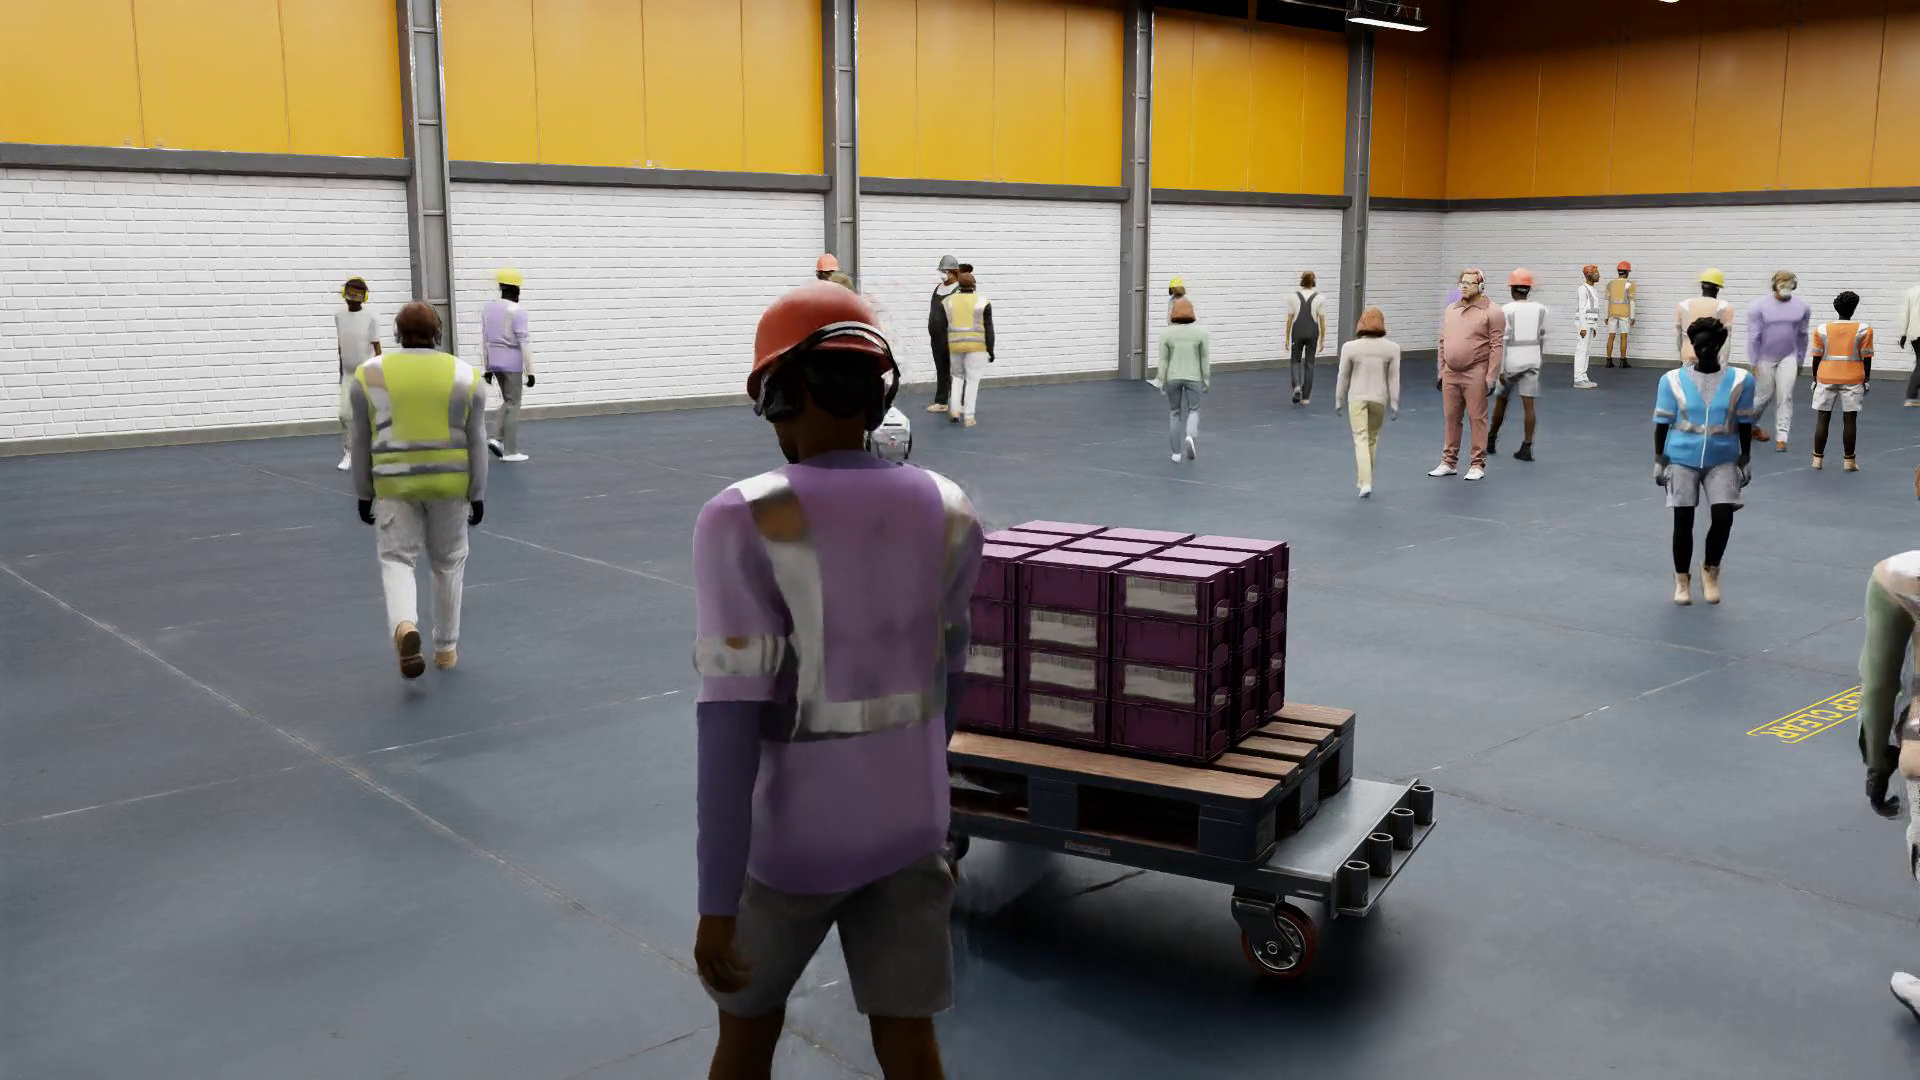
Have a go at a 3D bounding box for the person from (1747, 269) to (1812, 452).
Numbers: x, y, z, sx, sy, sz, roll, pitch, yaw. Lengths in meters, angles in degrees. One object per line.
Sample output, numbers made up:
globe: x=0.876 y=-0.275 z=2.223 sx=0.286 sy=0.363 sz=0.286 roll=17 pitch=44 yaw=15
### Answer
person: x=8.527 y=-1.889 z=17.427 sx=0.638 sy=1.904 sz=0.758 roll=2 pitch=10 yaw=11

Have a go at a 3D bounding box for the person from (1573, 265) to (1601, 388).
person: x=9.680 y=-3.289 z=25.652 sx=0.356 sy=1.884 sz=0.574 roll=7 pitch=12 yaw=34

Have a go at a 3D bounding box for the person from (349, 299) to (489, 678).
person: x=-2.565 y=-0.231 z=7.937 sx=0.630 sy=1.828 sz=0.702 roll=-3 pitch=10 yaw=-18

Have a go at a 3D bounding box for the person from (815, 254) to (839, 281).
person: x=-1.448 y=-2.111 z=18.285 sx=0.605 sy=2.045 sz=0.378 roll=-5 pitch=11 yaw=-28

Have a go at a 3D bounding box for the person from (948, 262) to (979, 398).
person: x=-0.010 y=-2.921 z=23.356 sx=0.613 sy=1.945 sz=0.772 roll=9 pitch=13 yaw=41

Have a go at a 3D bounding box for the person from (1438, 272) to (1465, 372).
person: x=7.852 y=-3.310 z=25.977 sx=0.815 sy=1.819 sz=0.575 roll=-3 pitch=10 yaw=-17

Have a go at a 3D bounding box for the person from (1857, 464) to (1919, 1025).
person: x=2.455 y=0.566 z=3.978 sx=0.554 sy=1.575 sz=0.852 roll=3 pitch=10 yaw=19

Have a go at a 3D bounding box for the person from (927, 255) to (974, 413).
person: x=-0.160 y=-2.649 z=21.450 sx=0.688 sy=2.000 sz=0.539 roll=9 pitch=13 yaw=41

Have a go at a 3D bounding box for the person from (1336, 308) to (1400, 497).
person: x=3.452 y=-1.169 z=14.090 sx=0.510 sy=1.593 sz=0.833 roll=0 pitch=10 yaw=2

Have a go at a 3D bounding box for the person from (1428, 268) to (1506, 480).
person: x=4.594 y=-1.500 z=15.106 sx=0.407 sy=1.911 sz=0.639 roll=-8 pitch=12 yaw=-39

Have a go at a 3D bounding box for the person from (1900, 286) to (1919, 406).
person: x=13.201 y=-2.795 z=22.578 sx=0.972 sy=1.942 sz=0.638 roll=-4 pitch=10 yaw=-22

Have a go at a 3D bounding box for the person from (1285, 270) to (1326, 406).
person: x=4.685 y=-2.732 z=22.540 sx=0.534 sy=1.830 sz=0.405 roll=2 pitch=10 yaw=13

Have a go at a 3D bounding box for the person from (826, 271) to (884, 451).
person: x=-0.872 y=-0.980 z=12.069 sx=0.618 sy=1.897 sz=0.879 roll=-2 pitch=10 yaw=-10

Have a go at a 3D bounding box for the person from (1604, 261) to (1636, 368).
person: x=11.957 y=-4.076 z=30.112 sx=0.552 sy=1.932 sz=0.377 roll=9 pitch=13 yaw=43

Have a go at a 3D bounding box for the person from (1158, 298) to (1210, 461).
person: x=2.184 y=-1.555 z=16.262 sx=0.517 sy=1.618 sz=0.501 roll=2 pitch=10 yaw=9

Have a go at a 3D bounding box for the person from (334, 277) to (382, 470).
person: x=-5.646 y=-1.551 z=15.634 sx=0.559 sy=1.826 sz=0.496 roll=2 pitch=10 yaw=13

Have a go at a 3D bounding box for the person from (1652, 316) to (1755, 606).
person: x=4.261 y=-0.440 z=9.567 sx=0.553 sy=1.675 sz=0.404 roll=4 pitch=10 yaw=20

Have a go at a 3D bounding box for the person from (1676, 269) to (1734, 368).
person: x=8.016 y=-1.968 z=17.939 sx=0.579 sy=1.868 sz=0.961 roll=6 pitch=11 yaw=30

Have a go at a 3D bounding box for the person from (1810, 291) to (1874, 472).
person: x=8.285 y=-1.487 z=15.653 sx=0.535 sy=1.697 sz=0.318 roll=6 pitch=12 yaw=33

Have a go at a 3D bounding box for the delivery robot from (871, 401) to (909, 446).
delivery robot: x=-0.715 y=-1.163 z=16.800 sx=0.477 sy=0.478 sz=0.707 roll=-1 pitch=9 yaw=-9

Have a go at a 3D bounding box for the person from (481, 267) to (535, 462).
person: x=-4.430 y=-1.718 z=16.378 sx=0.607 sy=1.909 sz=0.414 roll=6 pitch=12 yaw=33

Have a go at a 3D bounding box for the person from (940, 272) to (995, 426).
person: x=0.098 y=-2.276 z=19.881 sx=0.647 sy=1.825 sz=0.484 roll=3 pitch=10 yaw=15

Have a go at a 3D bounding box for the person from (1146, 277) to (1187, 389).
person: x=3.258 y=-3.133 z=25.271 sx=0.904 sy=1.688 sz=0.511 roll=-7 pitch=12 yaw=-36

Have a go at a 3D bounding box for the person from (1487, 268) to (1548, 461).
person: x=5.594 y=-1.774 z=16.757 sx=0.558 sy=1.885 sz=0.994 roll=-1 pitch=10 yaw=-4

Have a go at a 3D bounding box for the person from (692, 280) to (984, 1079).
person: x=-0.285 y=0.521 z=3.086 sx=0.684 sy=1.968 sz=1.026 roll=-8 pitch=12 yaw=-38
